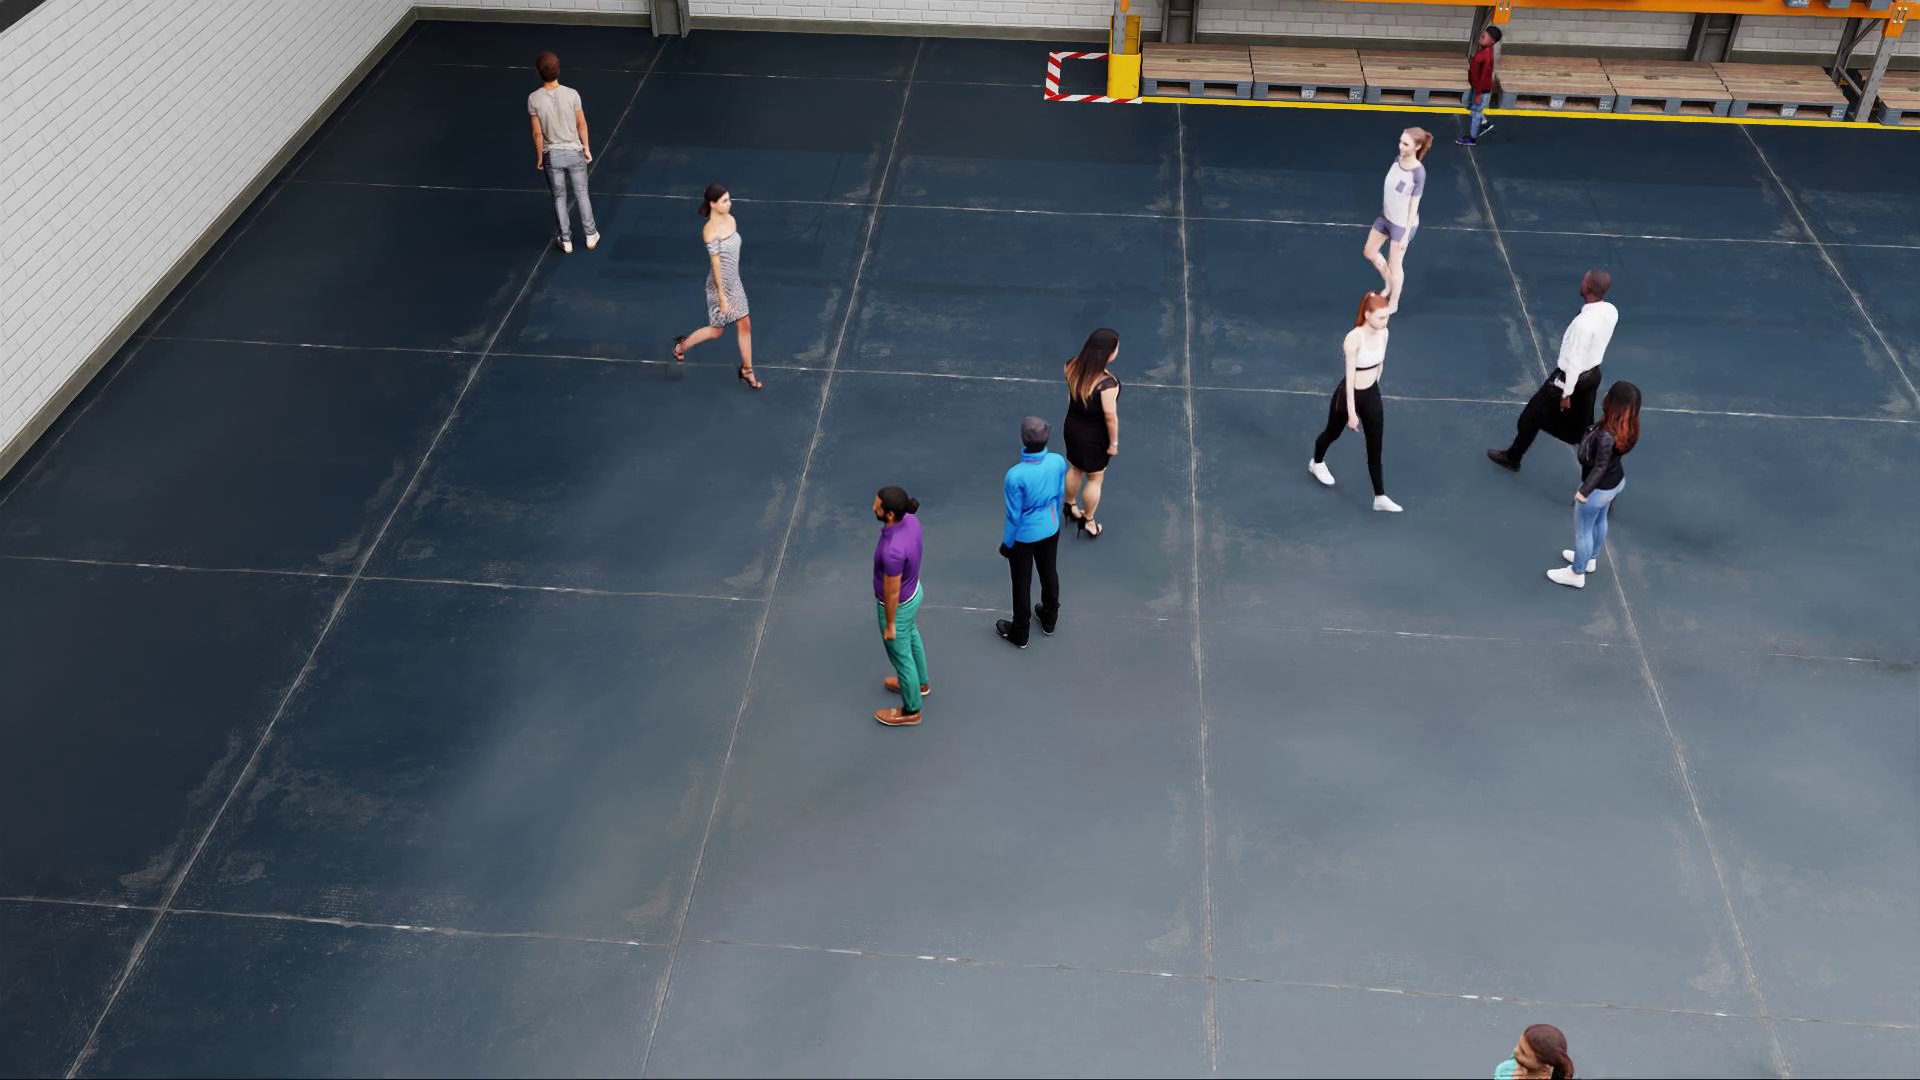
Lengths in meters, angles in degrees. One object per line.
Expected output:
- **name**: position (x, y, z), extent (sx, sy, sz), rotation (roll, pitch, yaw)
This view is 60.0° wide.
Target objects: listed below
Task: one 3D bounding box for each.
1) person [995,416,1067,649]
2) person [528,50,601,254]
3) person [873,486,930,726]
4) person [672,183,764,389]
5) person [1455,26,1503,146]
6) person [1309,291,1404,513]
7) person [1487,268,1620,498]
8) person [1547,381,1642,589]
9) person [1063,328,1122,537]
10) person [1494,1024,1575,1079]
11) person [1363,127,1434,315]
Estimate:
- **person**: position (0.485, -0.050, 10.875), extent (0.679, 1.794, 0.758), rotation (-23, 44, -26)
- **person**: position (-3.617, -3.526, 15.145), extent (0.638, 1.897, 0.788), rotation (-11, 40, -14)
- **person**: position (-0.360, 0.390, 10.348), extent (0.537, 1.765, 0.614), rotation (5, 39, 6)
- **person**: position (-1.970, -2.001, 13.316), extent (1.102, 1.797, 0.823), rotation (15, 41, 18)
- **person**: position (5.413, -4.662, 17.090), extent (0.584, 1.245, 0.502), rotation (4, 39, 4)
- **person**: position (2.829, -1.060, 12.217), extent (1.148, 1.698, 1.070), rotation (-19, 42, -22)
- **person**: position (4.591, -1.087, 12.182), extent (1.301, 1.783, 1.205), rotation (32, 48, 33)
- **person**: position (4.399, -0.392, 11.432), extent (0.753, 1.634, 0.721), rotation (29, 47, 32)
- **person**: position (0.912, -0.751, 11.822), extent (0.805, 1.708, 0.746), rotation (-27, 46, -30)
- **person**: position (2.603, 2.753, 7.589), extent (1.054, 1.515, 0.574), rotation (1, 39, 2)
- **person**: position (3.838, -2.734, 14.267), extent (0.734, 1.755, 0.701), rotation (-11, 40, -14)
